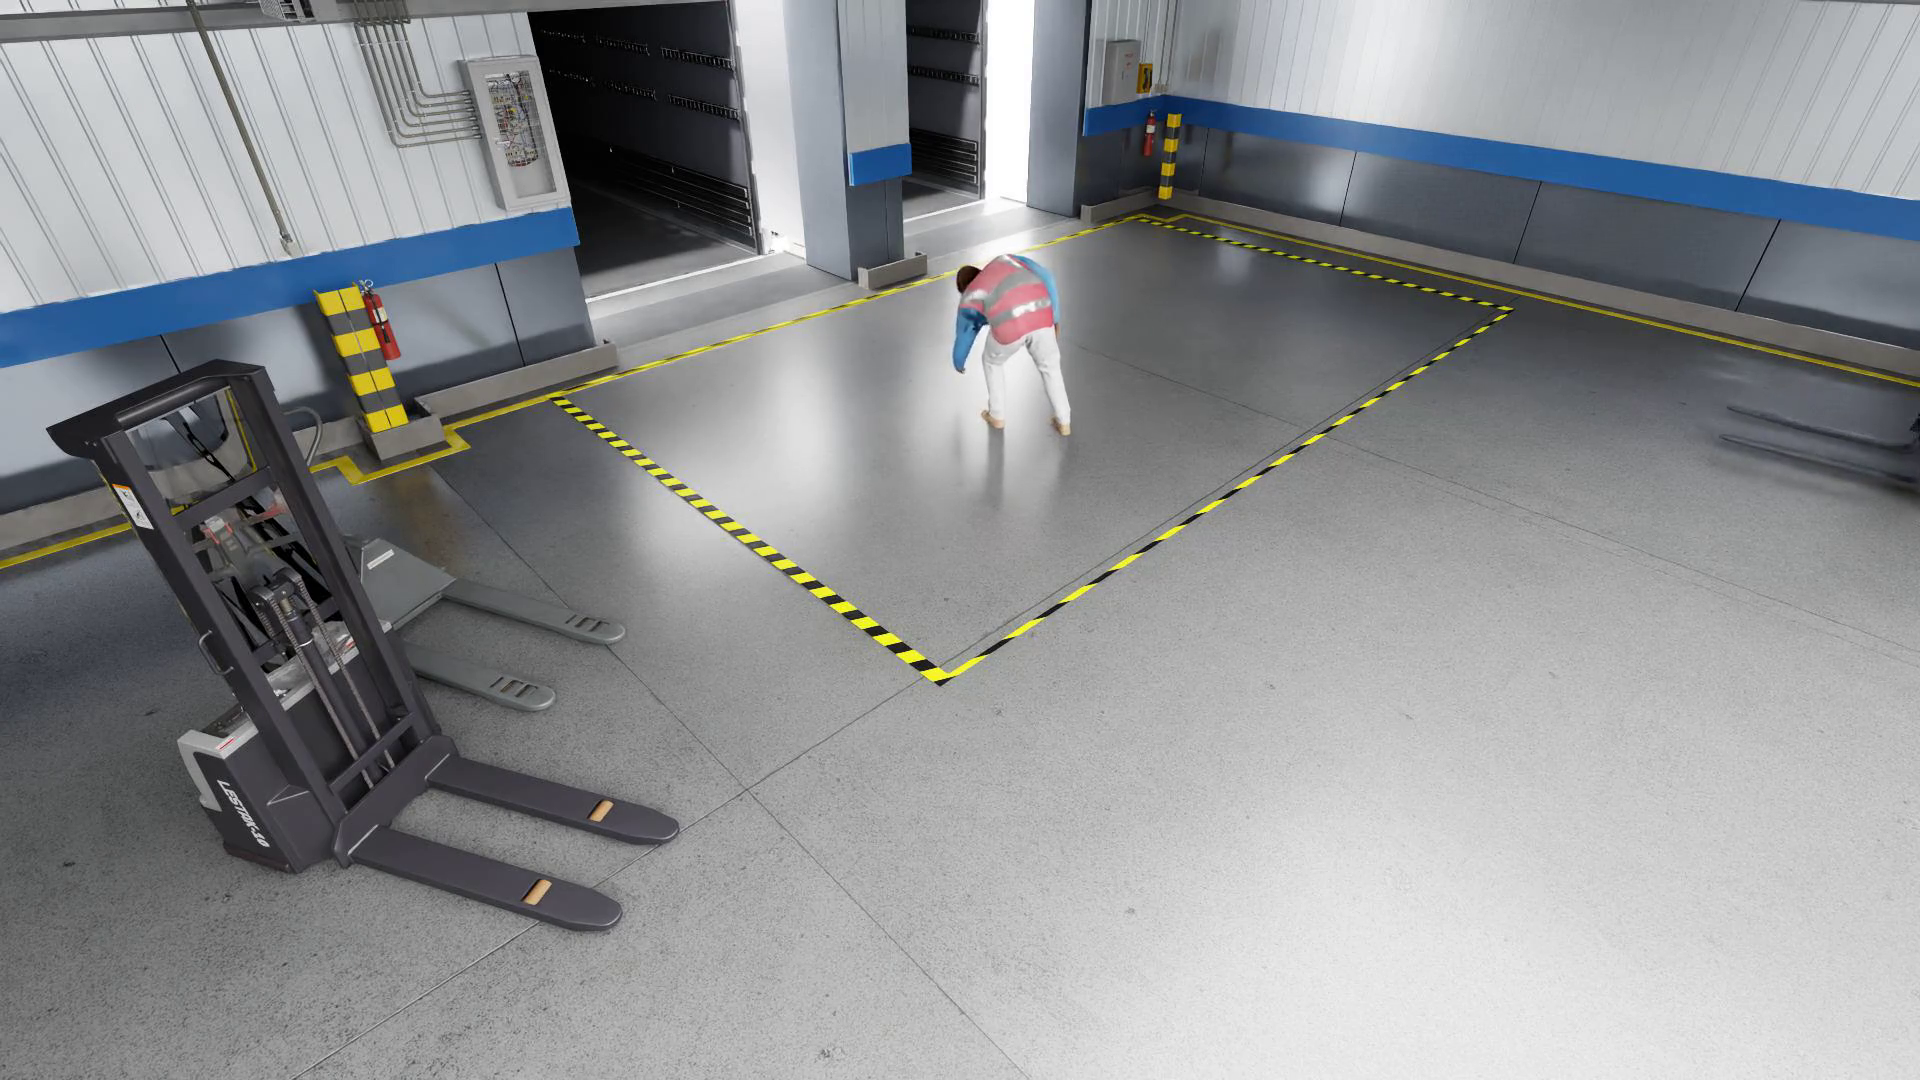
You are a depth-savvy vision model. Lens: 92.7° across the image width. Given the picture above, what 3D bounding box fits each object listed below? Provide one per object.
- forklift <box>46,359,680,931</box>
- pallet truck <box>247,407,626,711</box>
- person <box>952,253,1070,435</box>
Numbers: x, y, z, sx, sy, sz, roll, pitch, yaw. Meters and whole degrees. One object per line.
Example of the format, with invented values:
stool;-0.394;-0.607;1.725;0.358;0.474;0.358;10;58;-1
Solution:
forklift;-2.135;0.422;3.354;1.885;1.965;0.823;10;35;14
pallet truck;-2.628;0.038;4.590;1.601;1.201;0.680;12;36;18
person;0.385;-1.459;6.799;0.862;1.275;0.871;-2;34;-3
